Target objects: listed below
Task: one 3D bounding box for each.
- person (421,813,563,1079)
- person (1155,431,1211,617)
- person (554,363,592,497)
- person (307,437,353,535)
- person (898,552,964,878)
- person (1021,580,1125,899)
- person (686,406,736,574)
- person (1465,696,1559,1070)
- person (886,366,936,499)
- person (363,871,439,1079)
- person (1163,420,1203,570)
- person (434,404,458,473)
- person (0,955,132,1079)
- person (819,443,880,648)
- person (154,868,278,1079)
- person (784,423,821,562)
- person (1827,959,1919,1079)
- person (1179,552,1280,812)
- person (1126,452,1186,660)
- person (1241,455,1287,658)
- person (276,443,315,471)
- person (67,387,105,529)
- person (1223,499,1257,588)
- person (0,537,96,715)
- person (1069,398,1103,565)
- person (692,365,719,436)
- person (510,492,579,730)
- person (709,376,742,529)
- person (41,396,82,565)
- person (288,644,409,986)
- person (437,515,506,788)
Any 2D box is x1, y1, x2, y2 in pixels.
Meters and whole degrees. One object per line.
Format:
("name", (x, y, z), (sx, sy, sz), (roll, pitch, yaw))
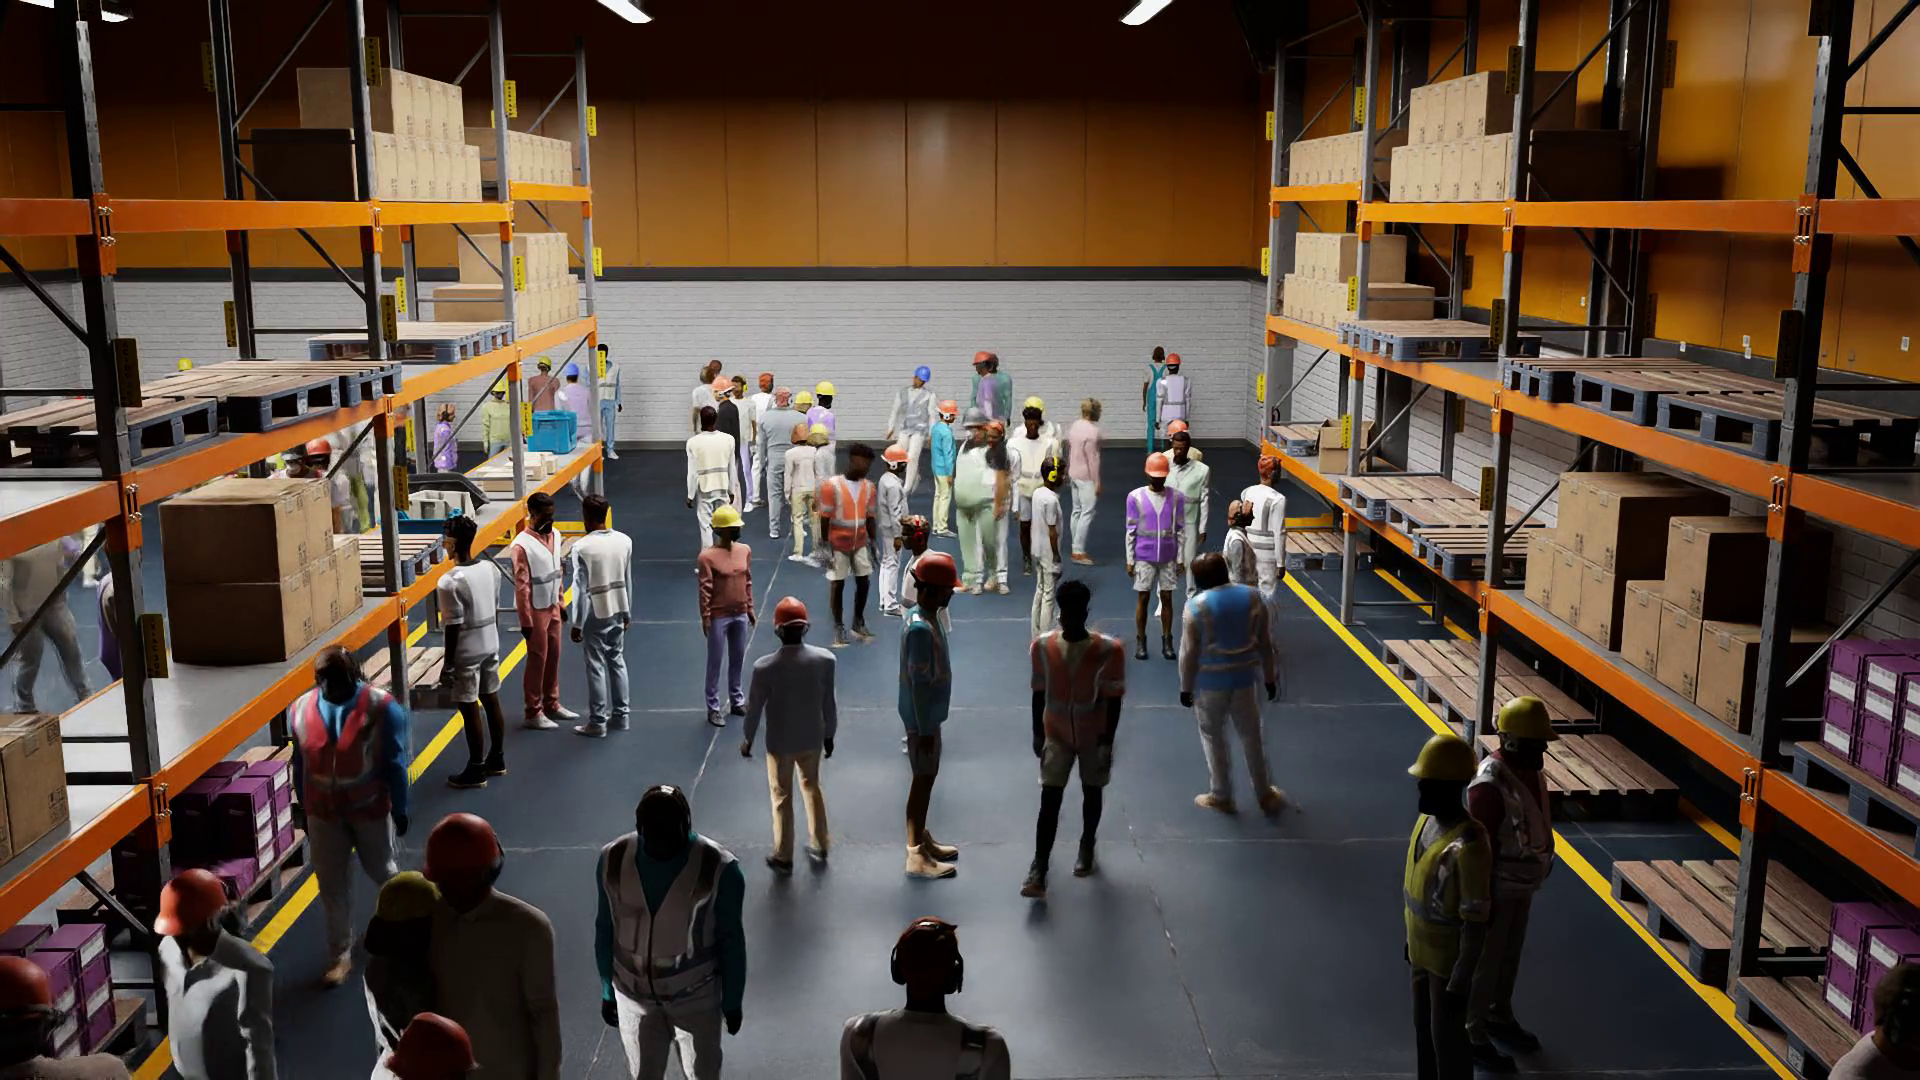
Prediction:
("person", (-1.755, 1.935, 6.079), (0.620, 1.986, 0.409), (3, 12, 14))
("person", (2.218, -0.160, 16.780), (0.586, 1.909, 0.387), (3, 12, 17))
("person", (-5.478, -1.559, 23.746), (0.618, 1.931, 0.433), (-6, 13, -26))
("person", (-6.152, -0.042, 16.148), (0.577, 1.914, 0.434), (1, 11, 3))
("person", (-0.177, 1.070, 10.302), (0.405, 2.032, 0.611), (1, 11, 4))
("person", (0.673, 1.197, 9.941), (0.617, 1.905, 1.013), (3, 12, 15))
("person", (-2.791, -0.551, 18.700), (0.587, 1.920, 0.392), (-7, 13, -32))
("person", (2.641, 1.628, 8.018), (0.403, 1.823, 0.596), (10, 15, 40))
("person", (-0.704, -1.530, 23.692), (0.685, 1.897, 0.610), (6, 13, 27))
("person", (-1.998, 2.052, 6.123), (0.324, 1.732, 0.495), (-8, 14, -34))
("person", (2.467, -0.489, 18.835), (0.567, 1.743, 0.356), (-6, 13, -28))
("person", (-6.597, -0.938, 21.376), (0.313, 1.631, 0.525), (-5, 12, -24))
("person", (-2.741, 2.183, 4.891), (0.738, 1.949, 0.753), (7, 13, 31))
("person", (-1.069, 0.047, 15.708), (0.642, 1.927, 0.402), (-8, 14, -36))
("person", (-2.819, 2.029, 6.337), (0.581, 1.693, 0.911), (5, 12, 24))
("person", (-1.826, -0.554, 19.459), (0.508, 1.628, 0.276), (-6, 13, -29))
("person", (2.759, 2.170, 5.011), (0.373, 1.939, 0.628), (11, 16, 43))
("person", (1.833, 0.969, 11.384), (0.726, 1.803, 0.470), (-4, 12, -19))
("person", (1.786, 0.149, 15.188), (0.548, 1.925, 0.392), (-1, 11, -3))
("person", (2.785, 0.153, 15.293), (0.354, 1.876, 0.574), (-6, 13, -29))
("person", (-7.611, -0.539, 19.218), (0.540, 1.677, 0.571), (-10, 15, -42))
("person", (-11.296, -1.042, 21.345), (0.569, 1.844, 0.377), (5, 12, 24))
("person", (2.392, 0.462, 14.324), (0.307, 1.641, 0.513), (1, 11, 6))
("person", (-7.252, 0.561, 13.178), (0.739, 1.895, 0.670), (5, 12, 22))
("person", (1.427, -0.694, 19.394), (0.431, 1.938, 0.758), (-4, 12, -18))
("person", (-3.656, -1.654, 24.508), (0.506, 1.823, 0.709), (-6, 13, -29))
("person", (-3.331, 0.554, 13.199), (0.402, 1.908, 0.598), (3, 12, 16))
("person", (-2.989, -1.089, 21.208), (0.396, 1.992, 0.622), (1, 11, 7))
("person", (-10.400, -0.739, 19.336), (0.719, 2.000, 0.545), (8, 14, 35))
("person", (-3.300, 1.424, 9.064), (0.634, 1.815, 0.800), (-1, 11, -3))
("person", (-3.492, 0.791, 11.854), (0.372, 1.966, 0.608), (4, 12, 20))
